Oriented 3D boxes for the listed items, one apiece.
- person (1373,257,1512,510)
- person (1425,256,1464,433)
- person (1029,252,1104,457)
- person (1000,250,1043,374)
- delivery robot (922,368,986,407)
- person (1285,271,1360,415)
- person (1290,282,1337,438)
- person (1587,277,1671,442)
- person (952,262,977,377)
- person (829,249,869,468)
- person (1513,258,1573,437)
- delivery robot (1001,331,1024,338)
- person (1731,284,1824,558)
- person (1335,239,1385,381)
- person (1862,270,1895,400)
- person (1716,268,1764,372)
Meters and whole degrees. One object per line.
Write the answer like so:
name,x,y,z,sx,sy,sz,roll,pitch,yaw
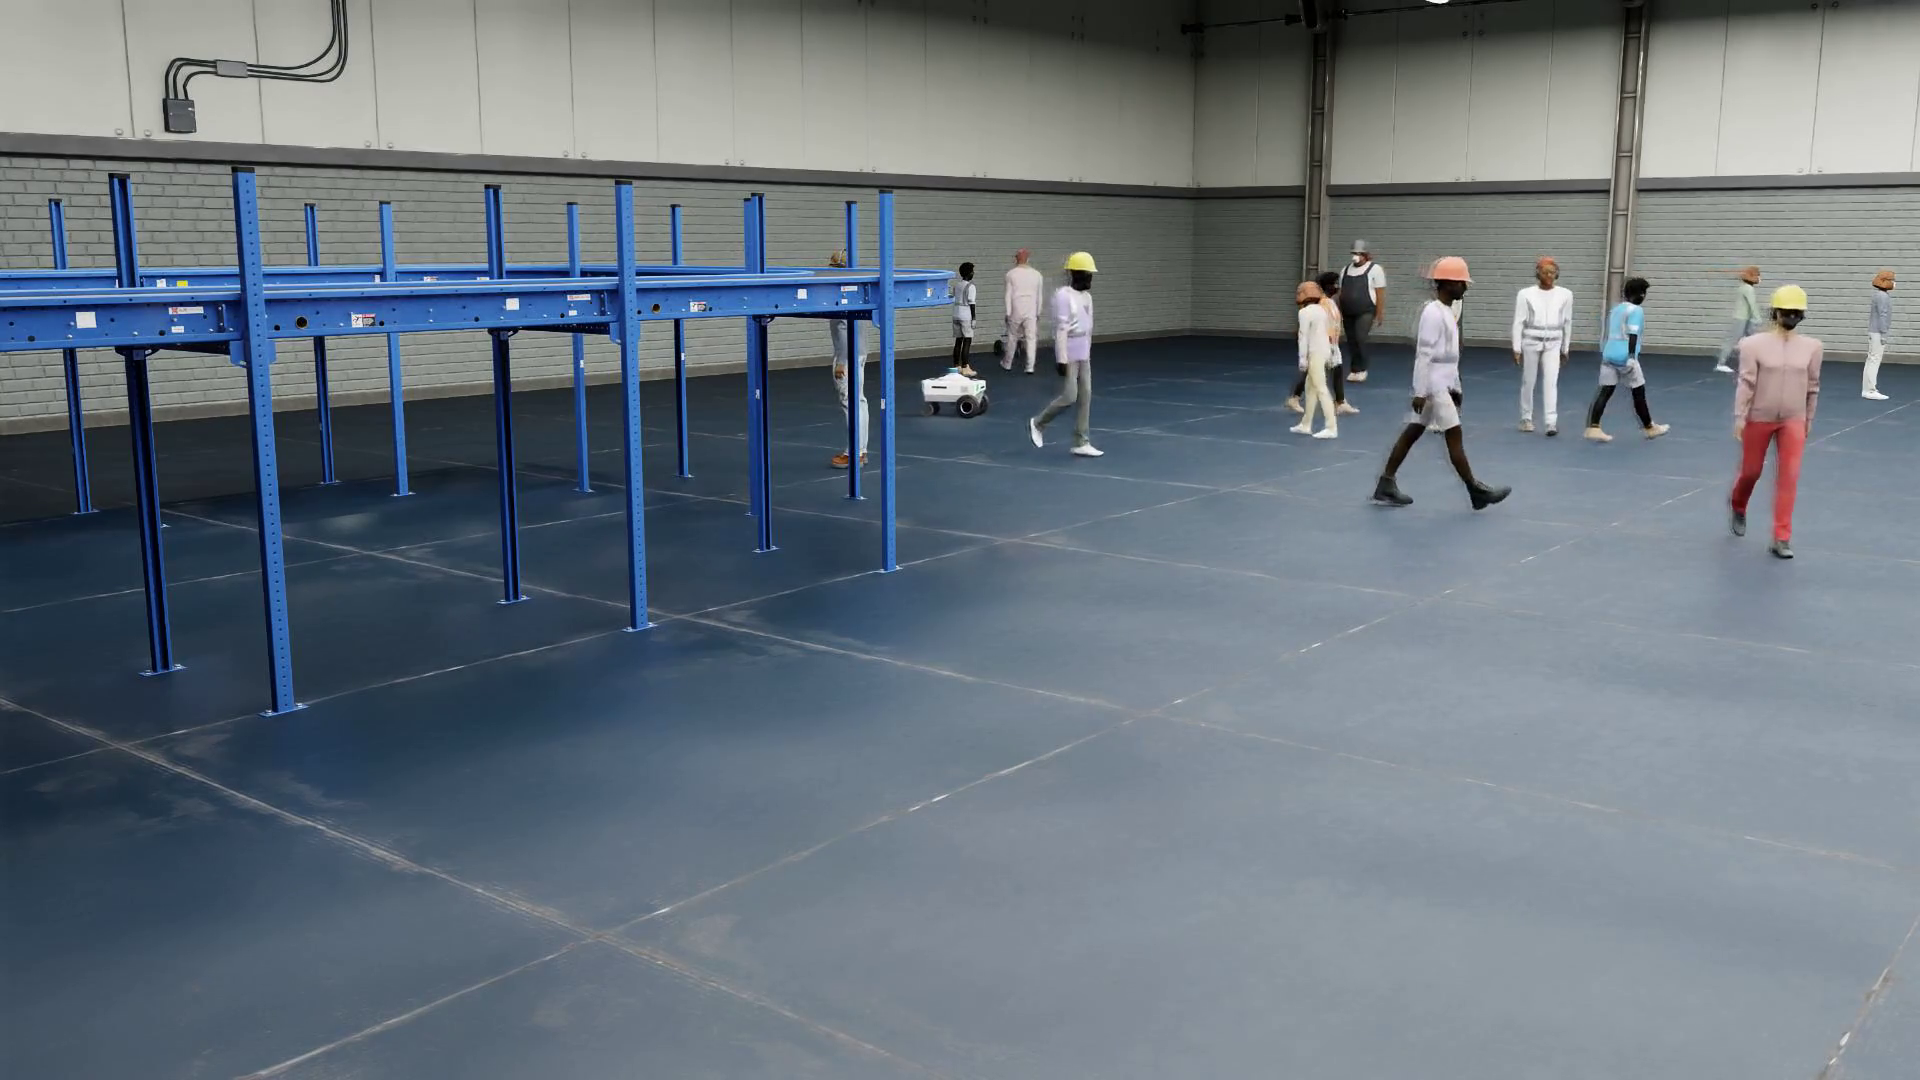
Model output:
person,3.638,-1.173,12.526,1.045,1.877,0.560,4,11,22
person,5.124,-2.060,17.556,0.346,1.846,0.506,3,11,16
person,1.023,-1.741,15.601,0.660,1.909,0.607,7,13,35
person,0.922,-3.472,25.343,0.662,1.849,1.009,-3,11,-18
delivery robot,-0.076,-1.747,19.256,0.707,0.478,0.477,3,11,16
person,4.205,-2.283,19.280,0.815,1.669,0.530,5,12,28
person,3.695,-1.865,17.229,0.627,1.611,0.511,7,12,35
person,6.722,-1.794,16.644,0.871,1.632,0.585,-1,10,-7
person,0.075,-3.301,24.864,0.322,1.689,0.530,-7,12,-33
person,-0.999,-1.624,14.878,0.354,1.937,0.635,2,10,9
person,6.063,-2.010,17.347,0.592,1.829,1.005,2,10,9
delivery robot,0.979,-3.669,29.187,0.335,0.223,0.698,-6,12,-29
person,5.333,-0.808,10.910,0.528,1.742,0.791,2,10,11
person,5.642,-3.256,23.760,0.705,2.000,0.679,9,14,42
person,11.776,-2.628,21.289,0.280,1.633,0.502,3,11,17
person,12.058,-3.358,25.446,0.838,1.590,0.510,5,11,24
